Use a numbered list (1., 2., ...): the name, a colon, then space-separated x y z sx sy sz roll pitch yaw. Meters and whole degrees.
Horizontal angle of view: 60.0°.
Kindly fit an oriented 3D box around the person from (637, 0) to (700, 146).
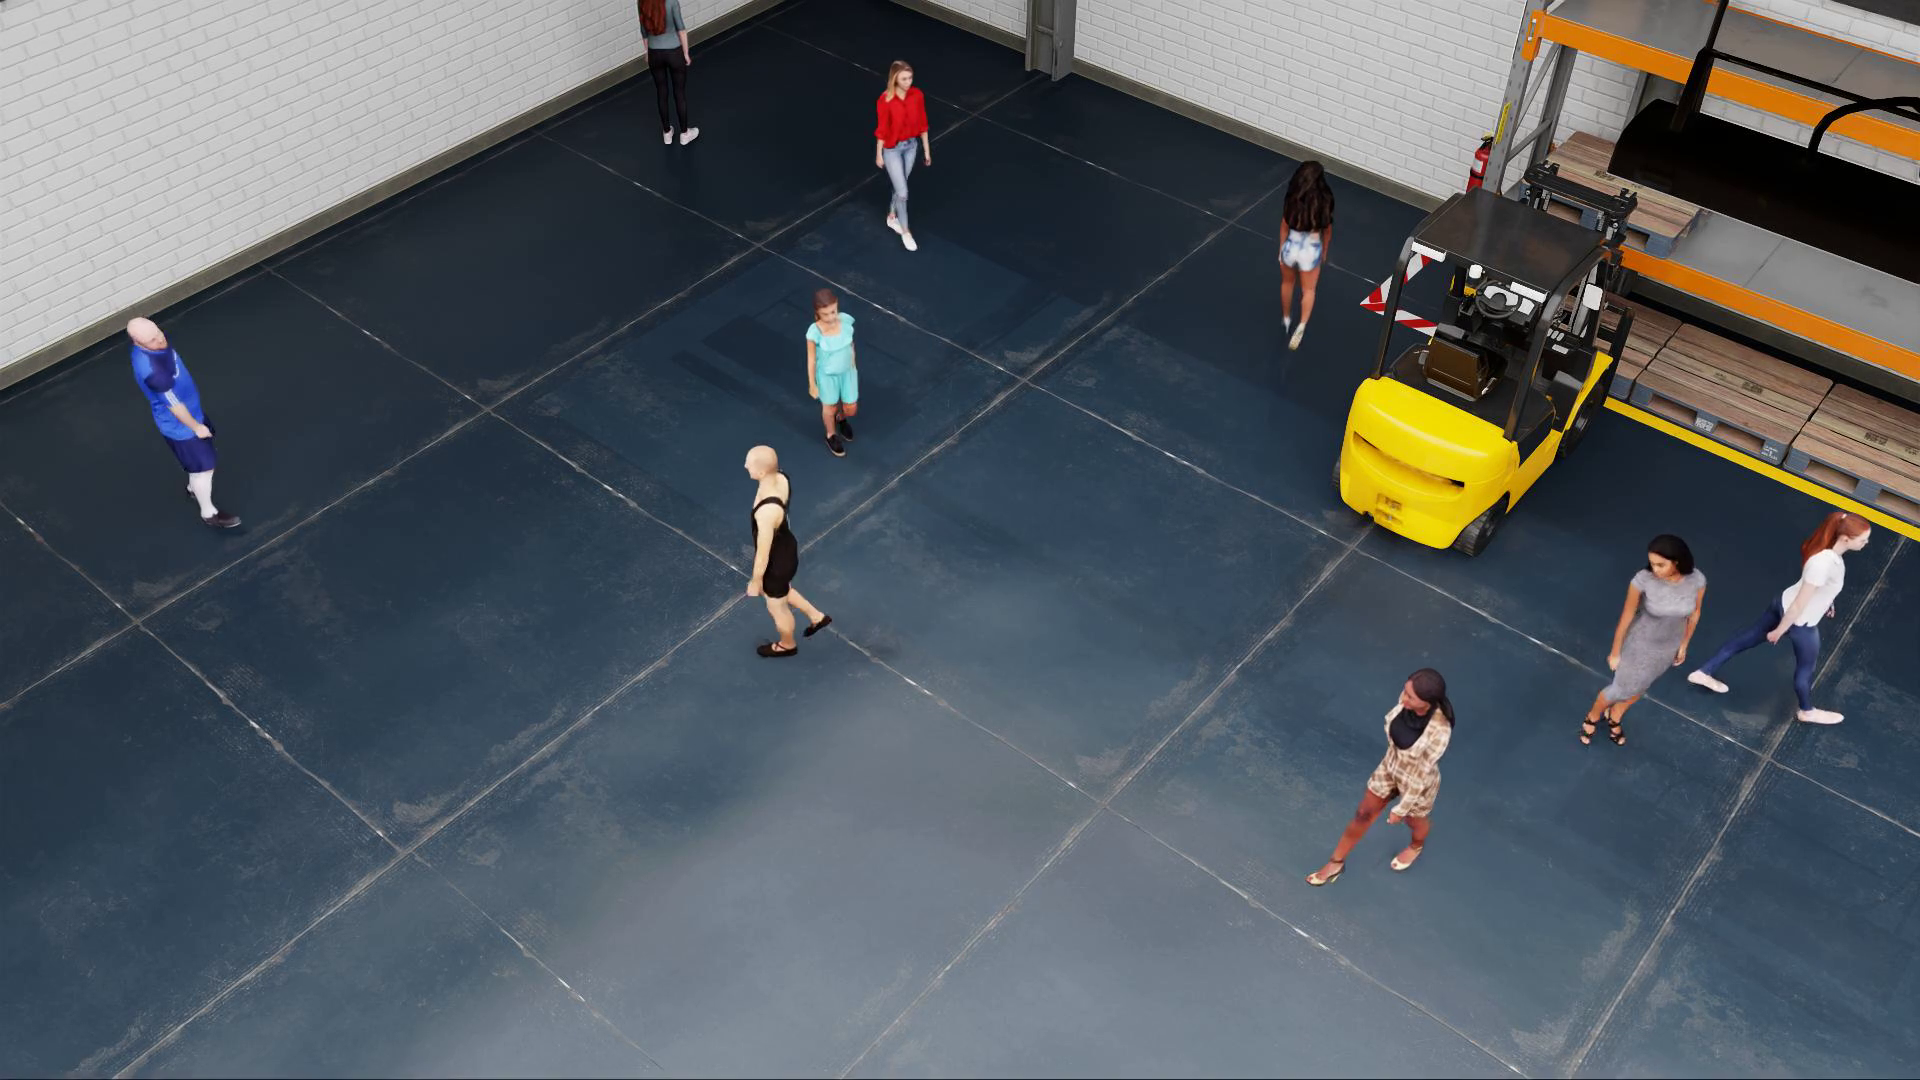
1. person: -2.727 -4.495 15.436 0.627 1.739 0.732 7 44 8

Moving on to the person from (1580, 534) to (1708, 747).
1. person: 4.163 0.647 10.021 0.687 1.763 0.754 -11 45 -12

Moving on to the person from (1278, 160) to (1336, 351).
1. person: 2.688 -2.201 13.124 0.925 1.607 0.863 10 44 10

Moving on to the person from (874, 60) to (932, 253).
1. person: -0.553 -3.379 14.303 0.760 1.686 0.879 -25 49 -24

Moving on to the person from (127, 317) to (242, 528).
1. person: -5.420 -0.853 11.557 1.010 1.816 0.757 -27 50 -25

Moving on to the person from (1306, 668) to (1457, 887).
1. person: 2.578 1.333 9.307 0.939 1.755 1.039 -18 46 -18

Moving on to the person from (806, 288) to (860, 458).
1. person: -0.934 -1.245 12.173 0.688 1.534 0.763 -24 49 -23

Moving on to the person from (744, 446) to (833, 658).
1. person: -1.071 0.124 10.541 0.903 1.803 0.842 0 44 0

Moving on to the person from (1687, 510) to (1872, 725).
1. person: 5.058 0.443 10.293 1.222 1.683 0.872 13 45 13
